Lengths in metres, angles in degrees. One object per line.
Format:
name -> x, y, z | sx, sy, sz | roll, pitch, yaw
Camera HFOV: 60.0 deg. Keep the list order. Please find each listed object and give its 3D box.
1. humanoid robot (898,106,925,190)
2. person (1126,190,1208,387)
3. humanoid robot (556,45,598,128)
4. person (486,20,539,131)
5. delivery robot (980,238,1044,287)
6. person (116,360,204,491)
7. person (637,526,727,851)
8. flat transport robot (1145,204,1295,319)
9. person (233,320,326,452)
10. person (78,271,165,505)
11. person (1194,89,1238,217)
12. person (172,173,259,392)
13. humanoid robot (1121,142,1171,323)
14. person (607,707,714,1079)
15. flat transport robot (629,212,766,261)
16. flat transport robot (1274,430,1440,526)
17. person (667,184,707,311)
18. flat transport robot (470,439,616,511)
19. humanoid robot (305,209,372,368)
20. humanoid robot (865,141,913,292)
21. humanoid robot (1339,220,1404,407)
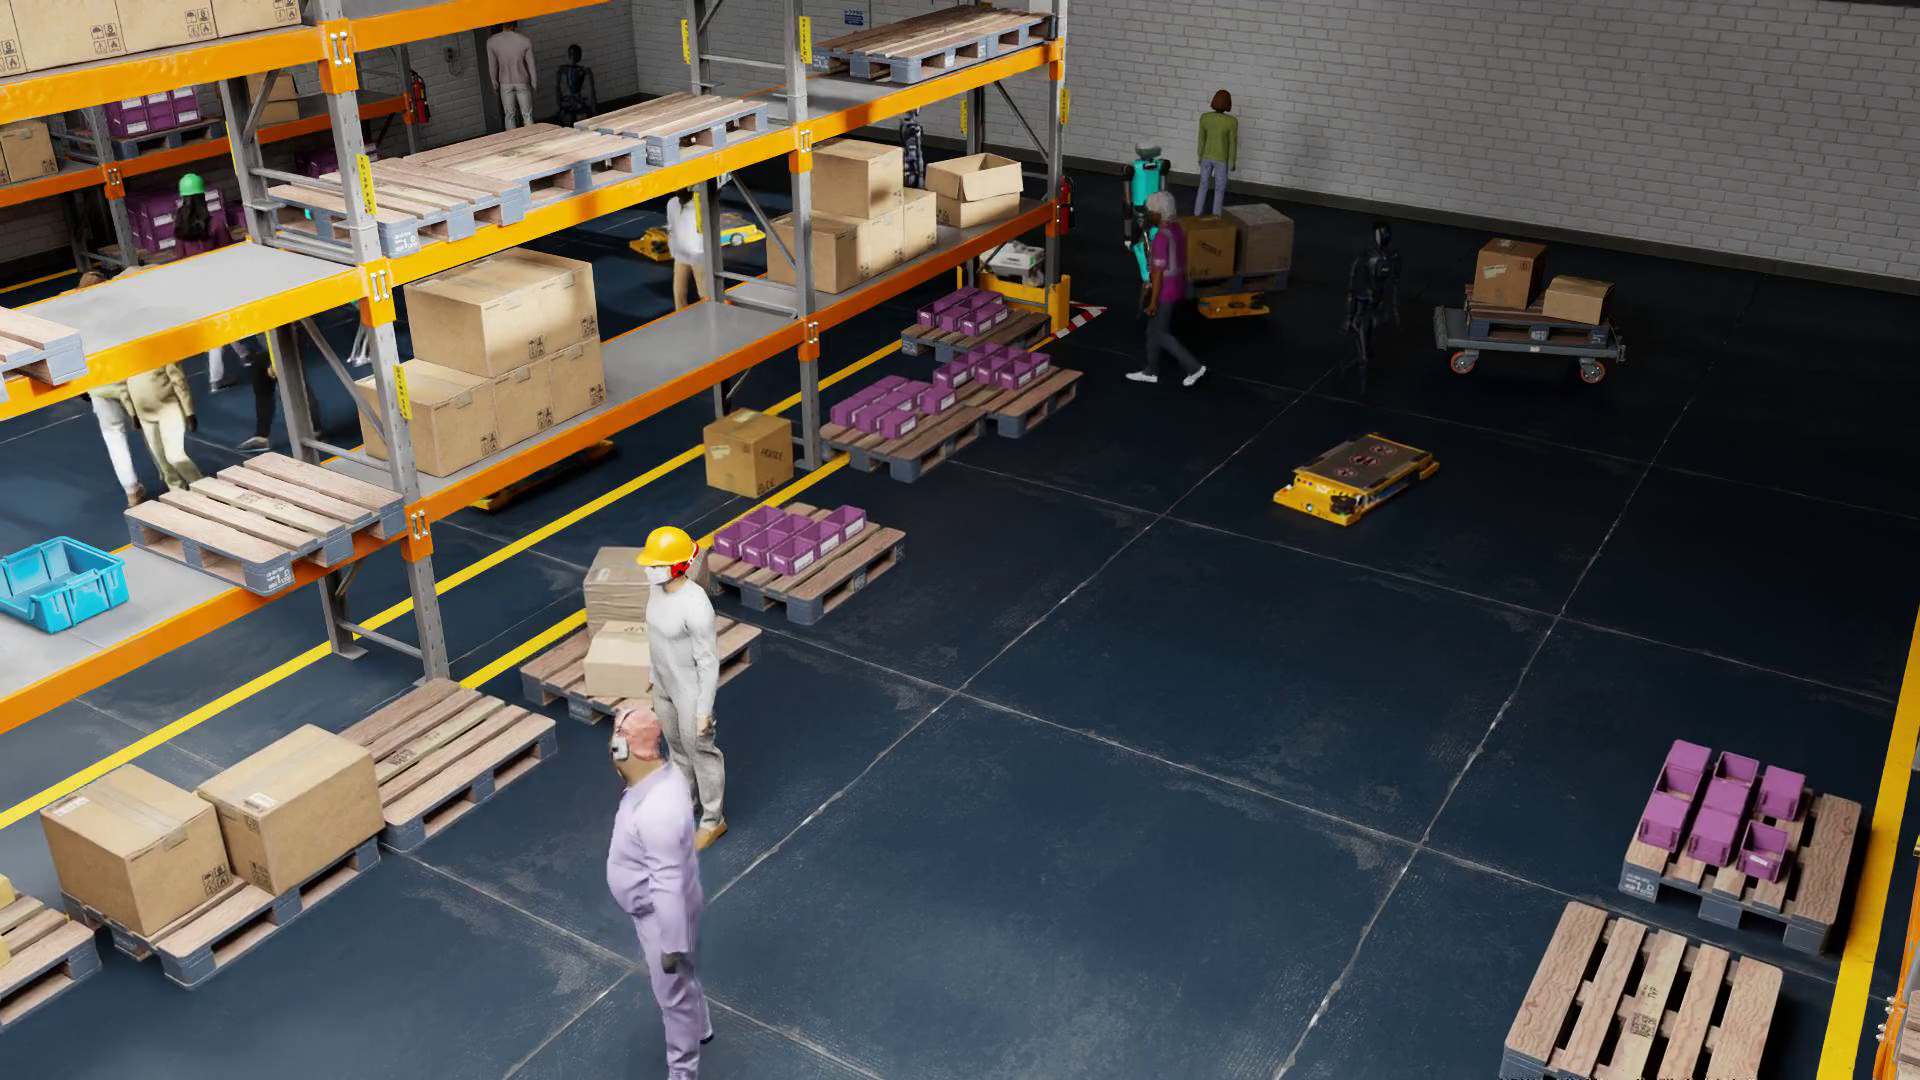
humanoid robot -> -0.617, -4.236, 19.035 | 0.739, 1.640, 0.608 | -11, 29, -21
person -> 1.894, -2.210, 14.851 | 0.702, 1.816, 0.530 | 10, 29, 19
humanoid robot -> -5.072, -5.656, 21.864 | 0.608, 1.638, 0.820 | 6, 28, 12
person -> -6.017, -6.163, 22.498 | 0.636, 1.937, 0.357 | -3, 27, -7
delivery robot -> 0.504, -2.965, 17.737 | 0.809, 0.606, 0.499 | 12, 29, 22
person -> -6.046, -0.973, 12.512 | 0.568, 1.724, 0.449 | 4, 27, 8
person -> -1.484, 0.782, 8.864 | 0.356, 1.896, 0.559 | -22, 34, -37
flat transport robot -> 2.643, -2.636, 17.392 | 0.659, 0.231, 1.431 | -7, 28, -13
person -> -5.695, -1.520, 13.573 | 0.809, 1.727, 0.753 | -23, 35, -38
person -> -6.512, -1.230, 12.909 | 0.641, 1.813, 0.778 | -7, 28, -13
person -> 2.988, -4.436, 19.448 | 0.510, 1.622, 0.317 | 19, 33, 33
person -> -6.703, -2.373, 15.067 | 0.506, 1.902, 0.994 | 7, 28, 13
humanoid robot -> 1.936, -2.952, 16.506 | 0.547, 1.884, 0.697 | -13, 30, -24
person -> -1.318, 1.619, 7.258 | 0.395, 1.863, 0.734 | -7, 28, -14
flat transport robot -> -2.998, -3.481, 19.058 | 1.431, 0.231, 0.659 | -20, 33, -34
flat transport robot -> 3.164, -0.504, 13.191 | 0.659, 0.231, 1.431 | 23, 35, 37
person -> -2.581, -2.755, 16.004 | 0.583, 1.729, 0.691 | 14, 30, 26
flat transport robot -> -3.525, -0.642, 13.463 | 0.659, 0.231, 1.431 | 16, 31, 28
humanoid robot -> -5.678, -2.469, 15.429 | 0.704, 1.790, 0.532 | -20, 33, -34
humanoid robot -> -0.707, -3.262, 17.056 | 1.014, 1.721, 0.537 | -18, 32, -31
humanoid robot -> 3.589, -2.056, 14.729 | 0.591, 1.636, 0.680 | -10, 29, -19
